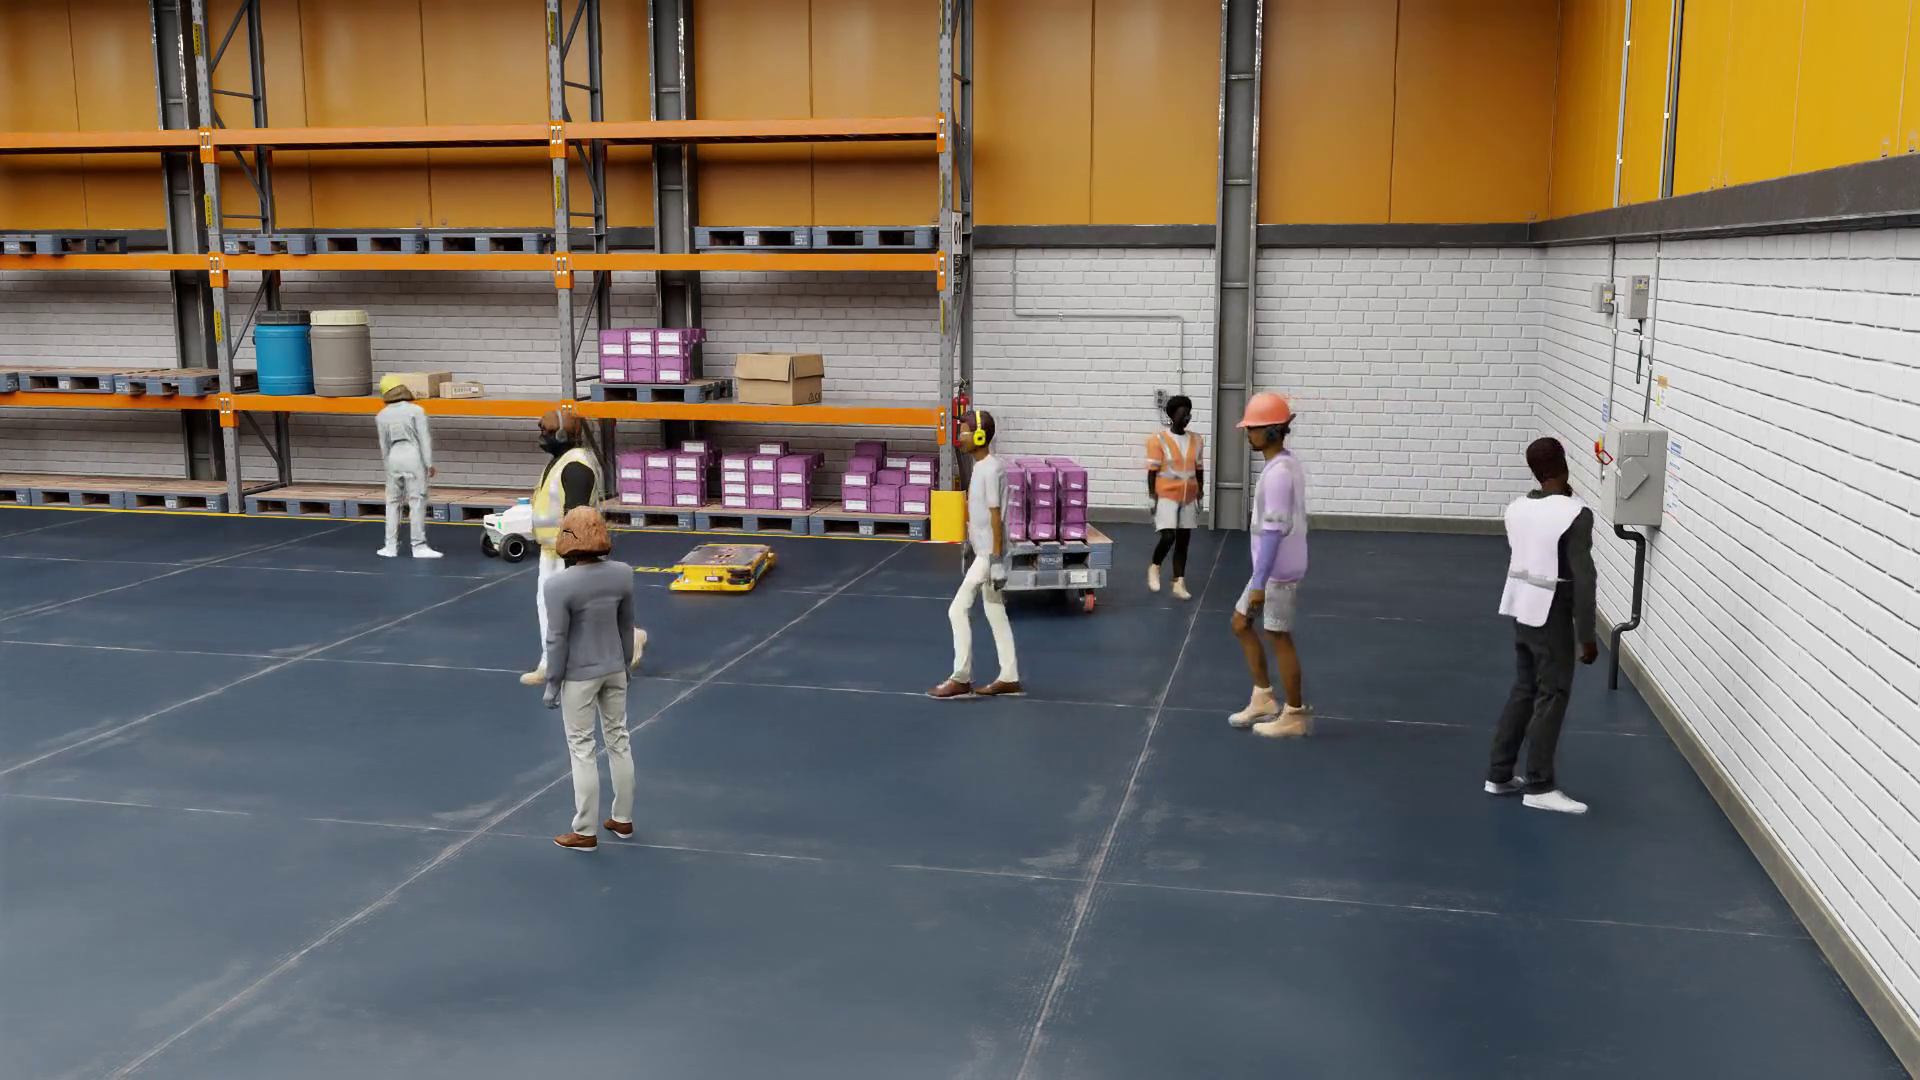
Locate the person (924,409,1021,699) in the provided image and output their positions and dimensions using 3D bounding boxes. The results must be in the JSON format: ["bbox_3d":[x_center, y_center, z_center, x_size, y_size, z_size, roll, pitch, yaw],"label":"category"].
[{"bbox_3d":[0.052,0.103,10.478,0.760,1.841,0.575,0,10,-3],"label":"person"}]

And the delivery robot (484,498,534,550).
[{"bbox_3d":[-4.054,-0.152,15.521,0.707,0.478,0.477,-8,13,-41],"label":"delivery robot"}]

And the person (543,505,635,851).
[{"bbox_3d":[-1.749,0.649,7.864,0.280,1.633,0.500,8,12,39],"label":"person"}]

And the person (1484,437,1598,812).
[{"bbox_3d":[2.935,0.438,8.394,0.394,1.885,0.640,-2,10,-12],"label":"person"}]

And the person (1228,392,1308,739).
[{"bbox_3d":[1.760,0.161,9.605,0.631,2.018,0.644,2,10,11],"label":"person"}]

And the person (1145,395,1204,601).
[{"bbox_3d":[1.765,-0.345,13.566,0.550,1.685,0.369,-5,11,-25],"label":"person"}]

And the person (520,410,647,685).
[{"bbox_3d":[-2.502,0.047,10.900,0.729,1.814,0.622,-5,11,-29],"label":"person"}]

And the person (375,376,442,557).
[{"bbox_3d":[-5.156,-0.678,15.543,0.628,1.702,0.325,2,10,13],"label":"person"}]

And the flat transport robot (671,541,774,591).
[{"bbox_3d":[-2.043,0.218,14.448,0.652,0.197,1.431,0,10,2],"label":"flat transport robot"}]
